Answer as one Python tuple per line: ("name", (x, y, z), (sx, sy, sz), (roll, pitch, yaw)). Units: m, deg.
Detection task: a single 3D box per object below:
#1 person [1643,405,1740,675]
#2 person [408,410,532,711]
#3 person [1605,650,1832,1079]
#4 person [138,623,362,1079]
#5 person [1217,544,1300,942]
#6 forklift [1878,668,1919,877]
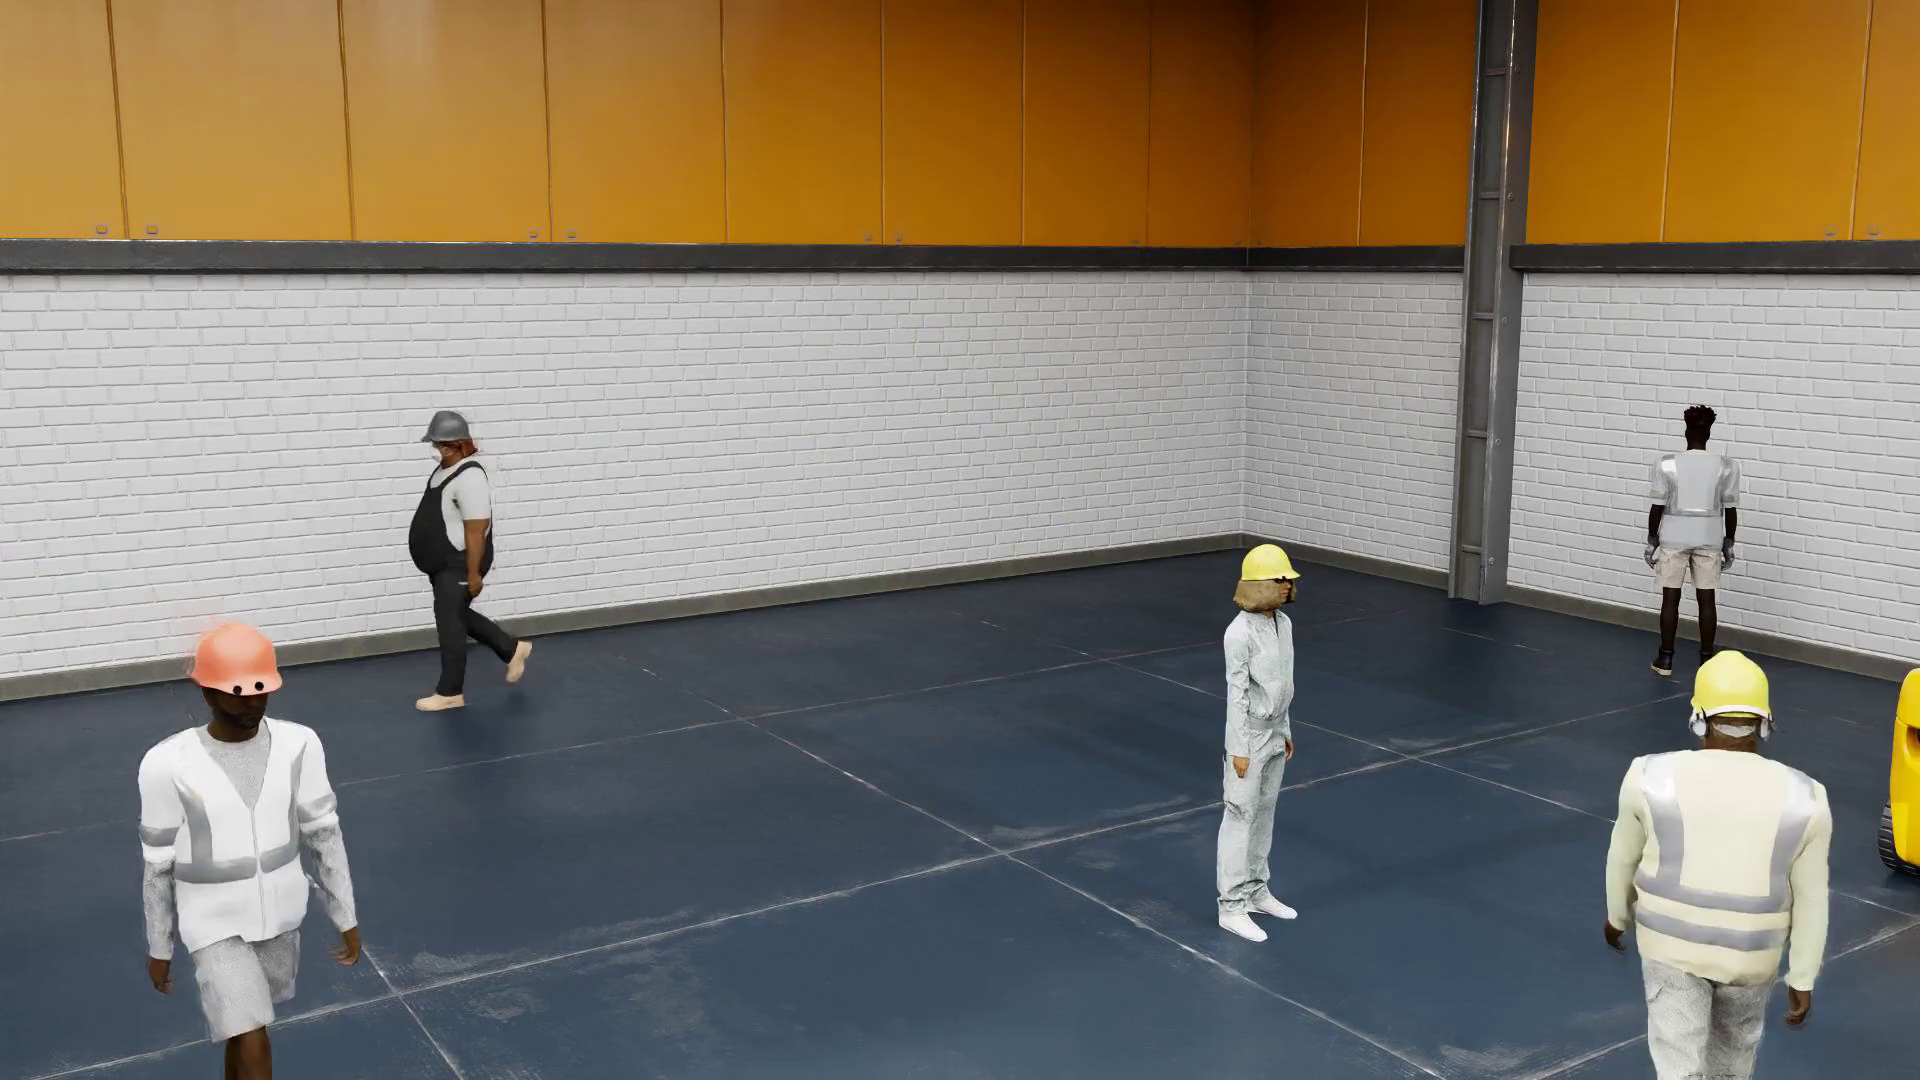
("person", (5.263, 0.011, 11.983), (0.613, 1.957, 0.362), (3, 10, 15))
("person", (-3.309, 0.101, 11.201), (0.767, 2.000, 0.690), (-5, 11, -28))
("person", (2.330, 1.215, 5.211), (0.603, 1.808, 0.735), (3, 10, 15))
("person", (-2.183, 1.180, 5.176), (1.010, 1.879, 0.569), (9, 13, 43))
("person", (1.342, 0.881, 7.387), (0.290, 1.746, 0.487), (7, 12, 36))
("forklift", (5.511, 0.571, 7.906), (2.313, 2.155, 1.214), (-6, 11, -33))
